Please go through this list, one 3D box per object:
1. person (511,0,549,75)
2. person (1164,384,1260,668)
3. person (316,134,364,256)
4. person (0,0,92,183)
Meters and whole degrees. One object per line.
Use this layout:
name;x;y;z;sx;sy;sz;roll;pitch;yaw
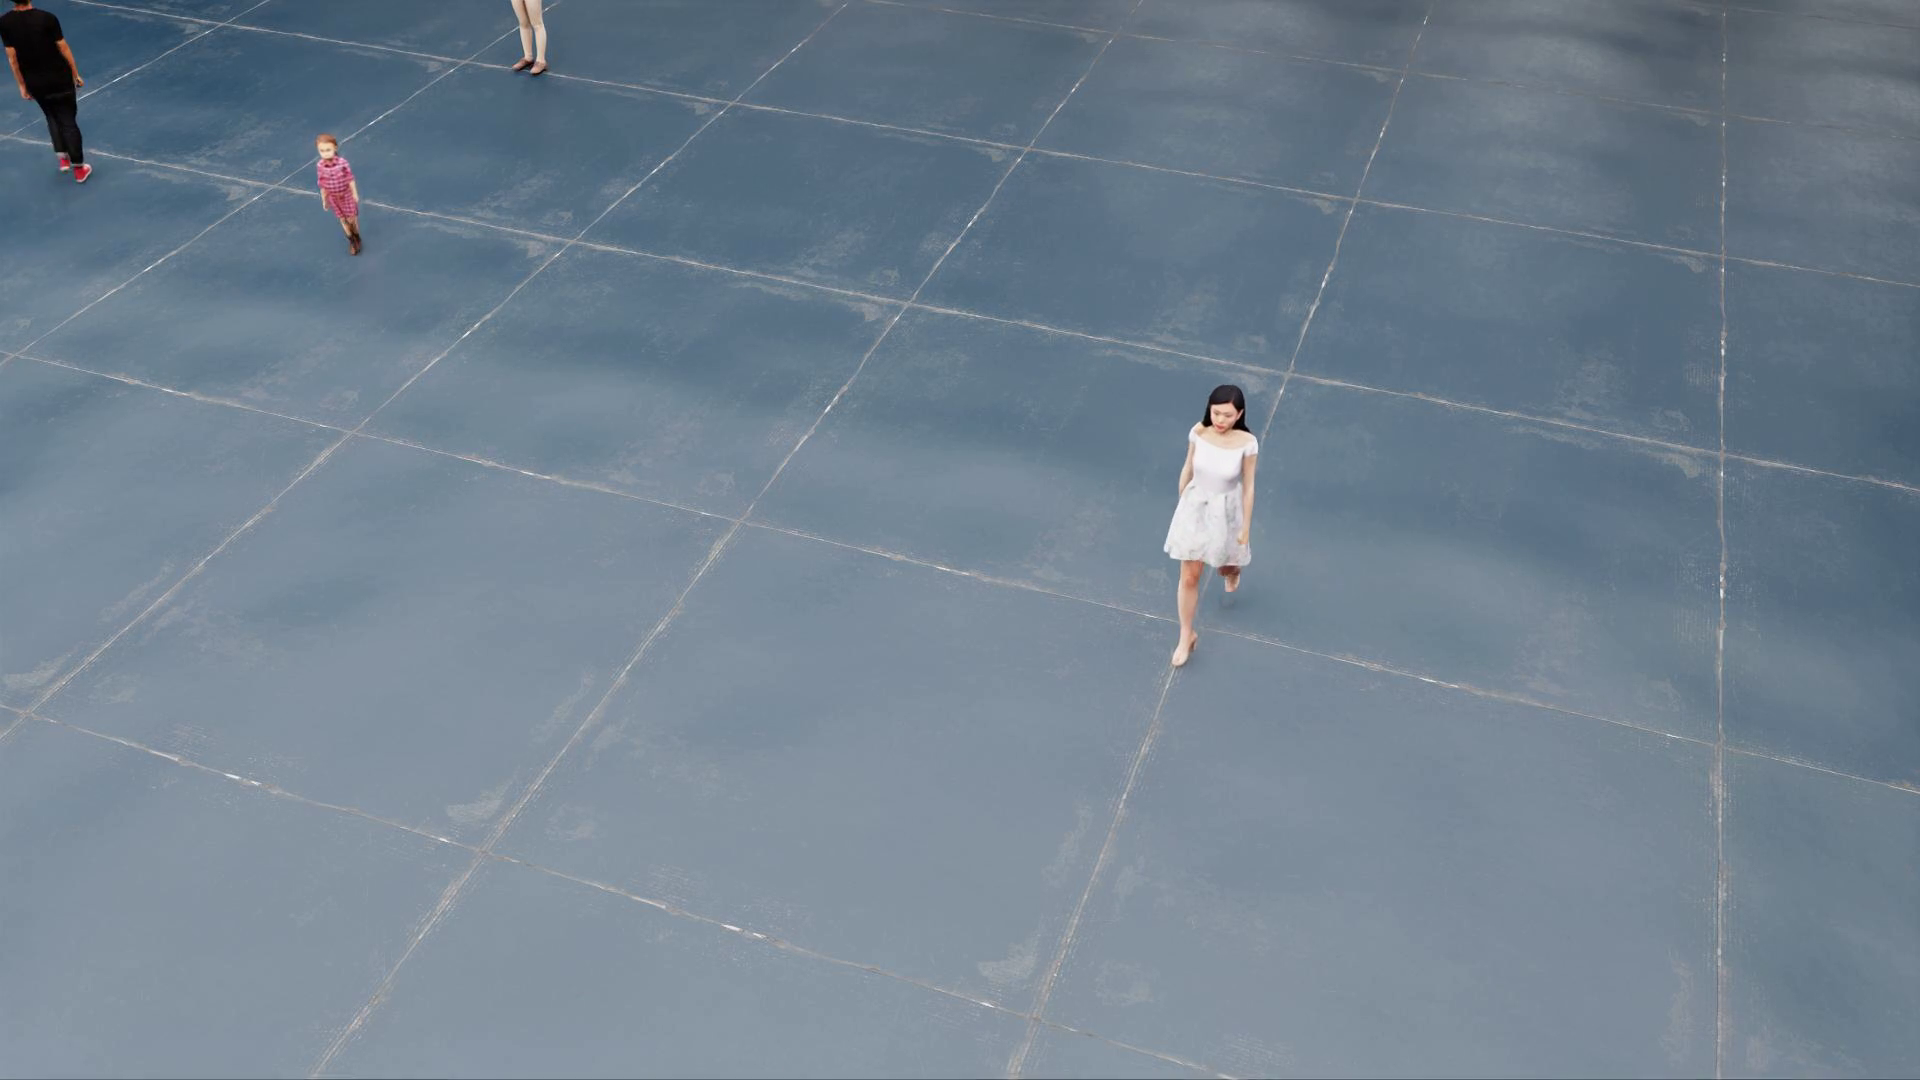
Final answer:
person;-4.253;-5.437;16.266;0.642;1.654;0.572;13;40;16
person;1.456;-0.135;9.410;0.697;1.753;1.041;17;41;20
person;-5.001;-2.813;13.432;0.495;1.013;0.532;-6;38;-8
person;-7.808;-3.889;14.214;0.746;1.745;0.786;-5;38;-6
